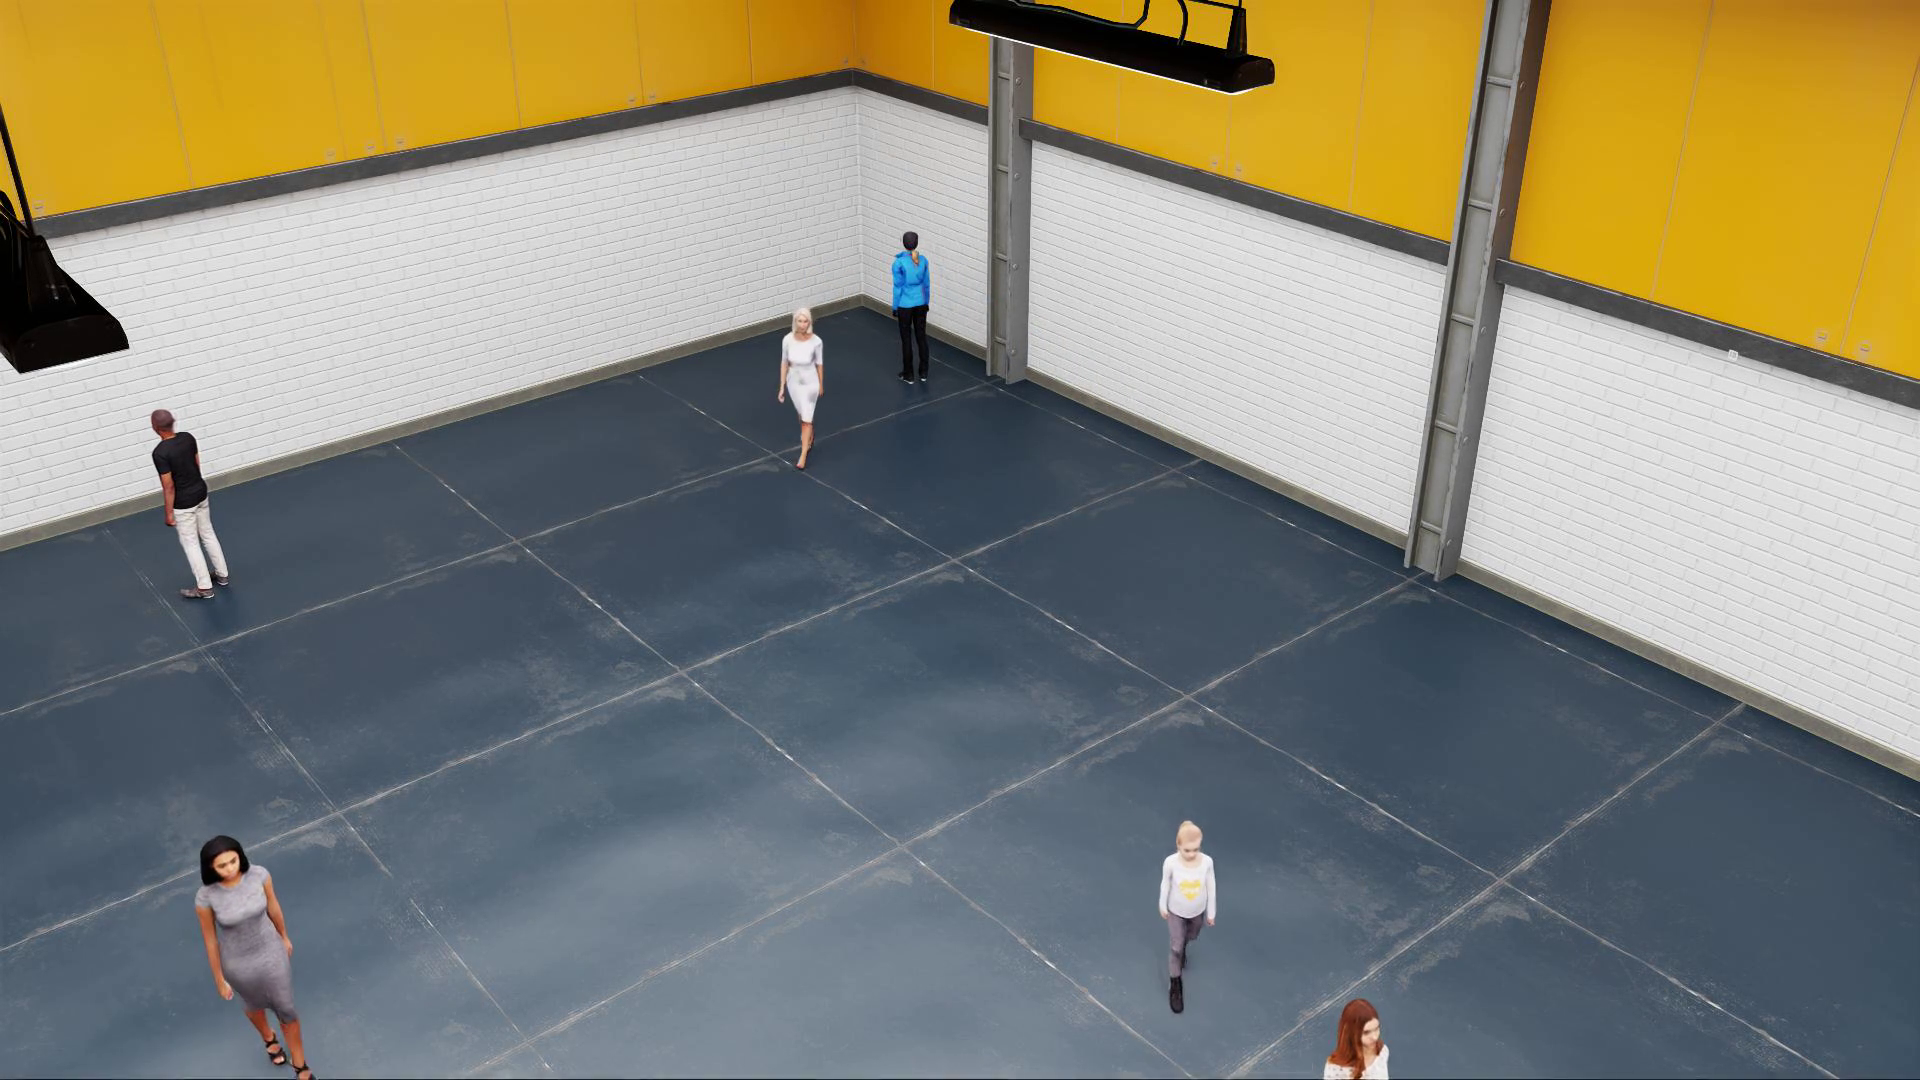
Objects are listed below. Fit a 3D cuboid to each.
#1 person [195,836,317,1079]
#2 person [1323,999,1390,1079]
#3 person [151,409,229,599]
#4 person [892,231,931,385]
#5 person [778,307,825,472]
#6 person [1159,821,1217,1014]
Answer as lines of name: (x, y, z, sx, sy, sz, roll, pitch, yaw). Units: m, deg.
person: (-4.191, 2.421, 9.785, 0.641, 1.762, 0.817, -19, 34, -31)
person: (2.005, 3.072, 8.628, 0.613, 1.727, 0.569, -15, 32, -25)
person: (-6.879, -0.338, 14.799, 0.788, 1.803, 0.764, 7, 29, 12)
person: (-0.555, -2.674, 19.090, 0.672, 1.797, 0.618, -12, 31, -21)
person: (-1.611, -1.624, 17.258, 1.057, 1.708, 1.050, 6, 29, 11)
person: (1.432, 2.287, 10.545, 0.768, 1.269, 0.894, -2, 29, -4)
